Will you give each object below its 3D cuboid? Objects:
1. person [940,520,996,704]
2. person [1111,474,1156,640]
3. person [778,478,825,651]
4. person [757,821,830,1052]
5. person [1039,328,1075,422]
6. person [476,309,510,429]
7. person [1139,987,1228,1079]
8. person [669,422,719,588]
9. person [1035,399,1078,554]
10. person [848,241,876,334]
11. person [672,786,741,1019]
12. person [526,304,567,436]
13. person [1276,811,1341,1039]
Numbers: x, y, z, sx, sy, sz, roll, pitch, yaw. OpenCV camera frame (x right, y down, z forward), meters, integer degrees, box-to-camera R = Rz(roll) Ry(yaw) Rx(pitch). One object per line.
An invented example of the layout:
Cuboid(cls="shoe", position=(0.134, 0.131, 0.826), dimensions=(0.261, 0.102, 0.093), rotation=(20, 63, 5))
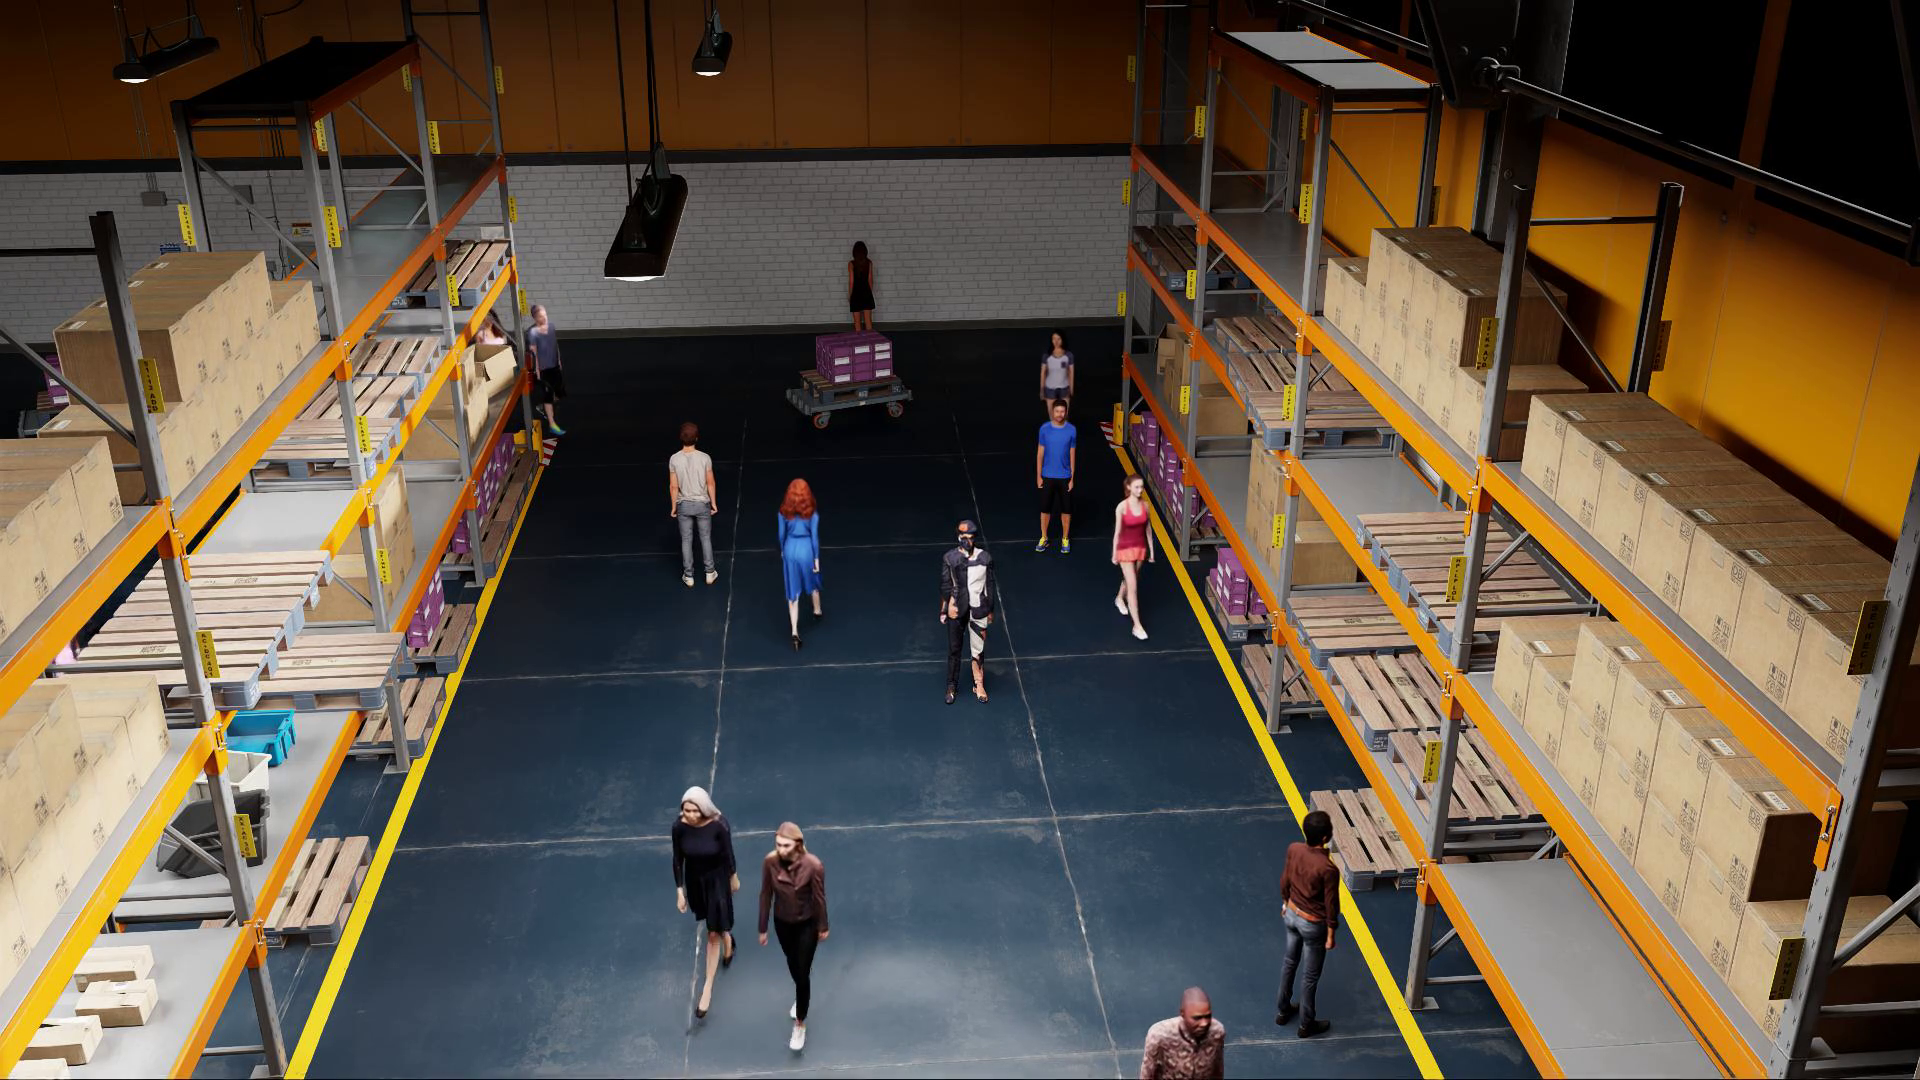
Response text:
Cuboid(cls="person", position=(0.079, 0.682, 16.090), dimensions=(0.682, 1.890, 0.564), rotation=(-2, 24, -4))
Cuboid(cls="person", position=(1.795, 0.102, 17.648), dimensions=(0.841, 1.705, 1.186), rotation=(-11, 26, -23))
Cuboid(cls="person", position=(-1.681, 0.282, 17.127), dimensions=(0.832, 1.793, 1.126), rotation=(4, 24, 10))
Cuboid(cls="person", position=(-1.133, 2.676, 11.789), dimensions=(0.810, 1.681, 0.960), rotation=(6, 24, 14))
Cuboid(cls="person", position=(1.349, -2.077, 22.652), dimensions=(0.723, 1.690, 0.822), rotation=(5, 24, 11))
Cuboid(cls="person", position=(-6.546, -2.413, 23.340), dimensions=(0.717, 1.754, 0.780), rotation=(-16, 28, -32))
Cuboid(cls="person", position=(1.283, 3.376, 10.052), dimensions=(0.776, 1.791, 0.779), rotation=(-6, 24, -14))
Cuboid(cls="person", position=(-2.982, -0.399, 18.557), dimensions=(0.687, 1.895, 0.564), rotation=(-4, 24, -10))
Cuboid(cls="person", position=(1.133, -0.764, 19.424), dimensions=(0.659, 1.870, 0.636), rotation=(3, 24, 8))
Cuboid(cls="person", position=(-1.582, -3.863, 26.558), dimensions=(0.640, 1.834, 0.622), rotation=(-10, 25, -21))
Cuboid(cls="person", position=(-1.826, 2.499, 12.164), dimensions=(0.784, 1.707, 1.224), rotation=(2, 24, 5))
Cuboid(cls="person", position=(-5.822, -2.381, 23.131), dimensions=(0.979, 1.864, 0.946), rotation=(12, 26, 25))
Cuboid(cls="person", position=(2.434, 2.677, 11.664), dimensions=(0.772, 1.780, 0.645), rotation=(-16, 28, -33))
